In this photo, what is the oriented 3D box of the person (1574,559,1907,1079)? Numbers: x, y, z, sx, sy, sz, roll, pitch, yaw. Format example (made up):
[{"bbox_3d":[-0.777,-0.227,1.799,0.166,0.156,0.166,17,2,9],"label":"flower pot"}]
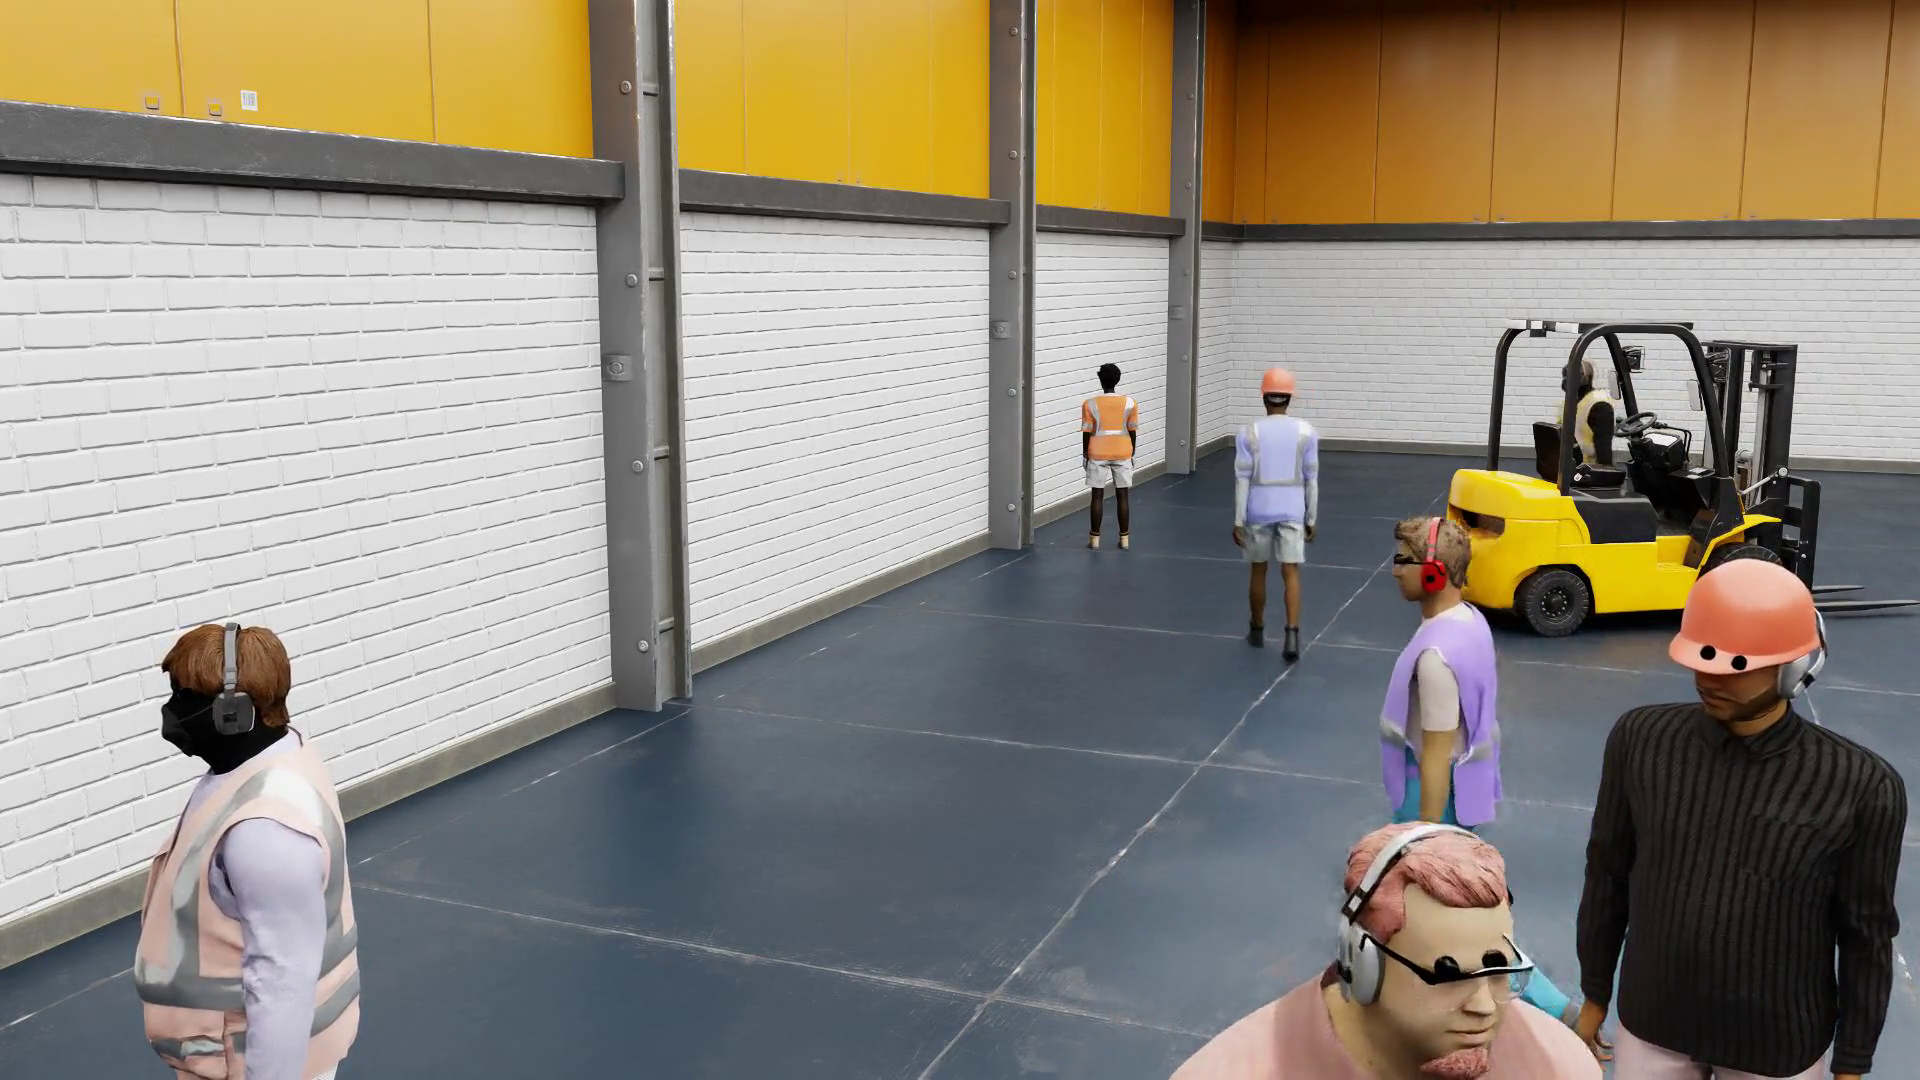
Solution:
[{"bbox_3d":[1.576,1.013,3.465,0.608,1.987,0.391,8,12,40],"label":"person"}]

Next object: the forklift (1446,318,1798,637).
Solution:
[{"bbox_3d":[4.706,-0.497,11.990,2.313,2.155,1.214,-2,10,-10],"label":"forklift"}]

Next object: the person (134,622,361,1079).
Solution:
[{"bbox_3d":[-1.490,1.078,3.516,0.429,1.844,0.622,-4,10,-24],"label":"person"}]

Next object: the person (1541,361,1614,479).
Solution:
[{"bbox_3d":[4.846,-0.522,13.273,0.740,1.817,0.657,-1,9,-6],"label":"person"}]

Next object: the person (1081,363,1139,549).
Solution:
[{"bbox_3d":[1.352,-0.752,15.062,0.532,1.694,0.320,-1,9,-4],"label":"person"}]

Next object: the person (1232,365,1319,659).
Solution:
[{"bbox_3d":[2.075,-0.179,10.969,0.552,1.949,0.631,1,9,4],"label":"person"}]

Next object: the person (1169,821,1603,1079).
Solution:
[{"bbox_3d":[0.550,1.270,2.220,0.637,1.894,0.446,-1,9,-6],"label":"person"}]

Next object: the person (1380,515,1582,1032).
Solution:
[{"bbox_3d":[1.521,0.827,5.126,0.810,1.818,0.576,4,10,24],"label":"person"}]
